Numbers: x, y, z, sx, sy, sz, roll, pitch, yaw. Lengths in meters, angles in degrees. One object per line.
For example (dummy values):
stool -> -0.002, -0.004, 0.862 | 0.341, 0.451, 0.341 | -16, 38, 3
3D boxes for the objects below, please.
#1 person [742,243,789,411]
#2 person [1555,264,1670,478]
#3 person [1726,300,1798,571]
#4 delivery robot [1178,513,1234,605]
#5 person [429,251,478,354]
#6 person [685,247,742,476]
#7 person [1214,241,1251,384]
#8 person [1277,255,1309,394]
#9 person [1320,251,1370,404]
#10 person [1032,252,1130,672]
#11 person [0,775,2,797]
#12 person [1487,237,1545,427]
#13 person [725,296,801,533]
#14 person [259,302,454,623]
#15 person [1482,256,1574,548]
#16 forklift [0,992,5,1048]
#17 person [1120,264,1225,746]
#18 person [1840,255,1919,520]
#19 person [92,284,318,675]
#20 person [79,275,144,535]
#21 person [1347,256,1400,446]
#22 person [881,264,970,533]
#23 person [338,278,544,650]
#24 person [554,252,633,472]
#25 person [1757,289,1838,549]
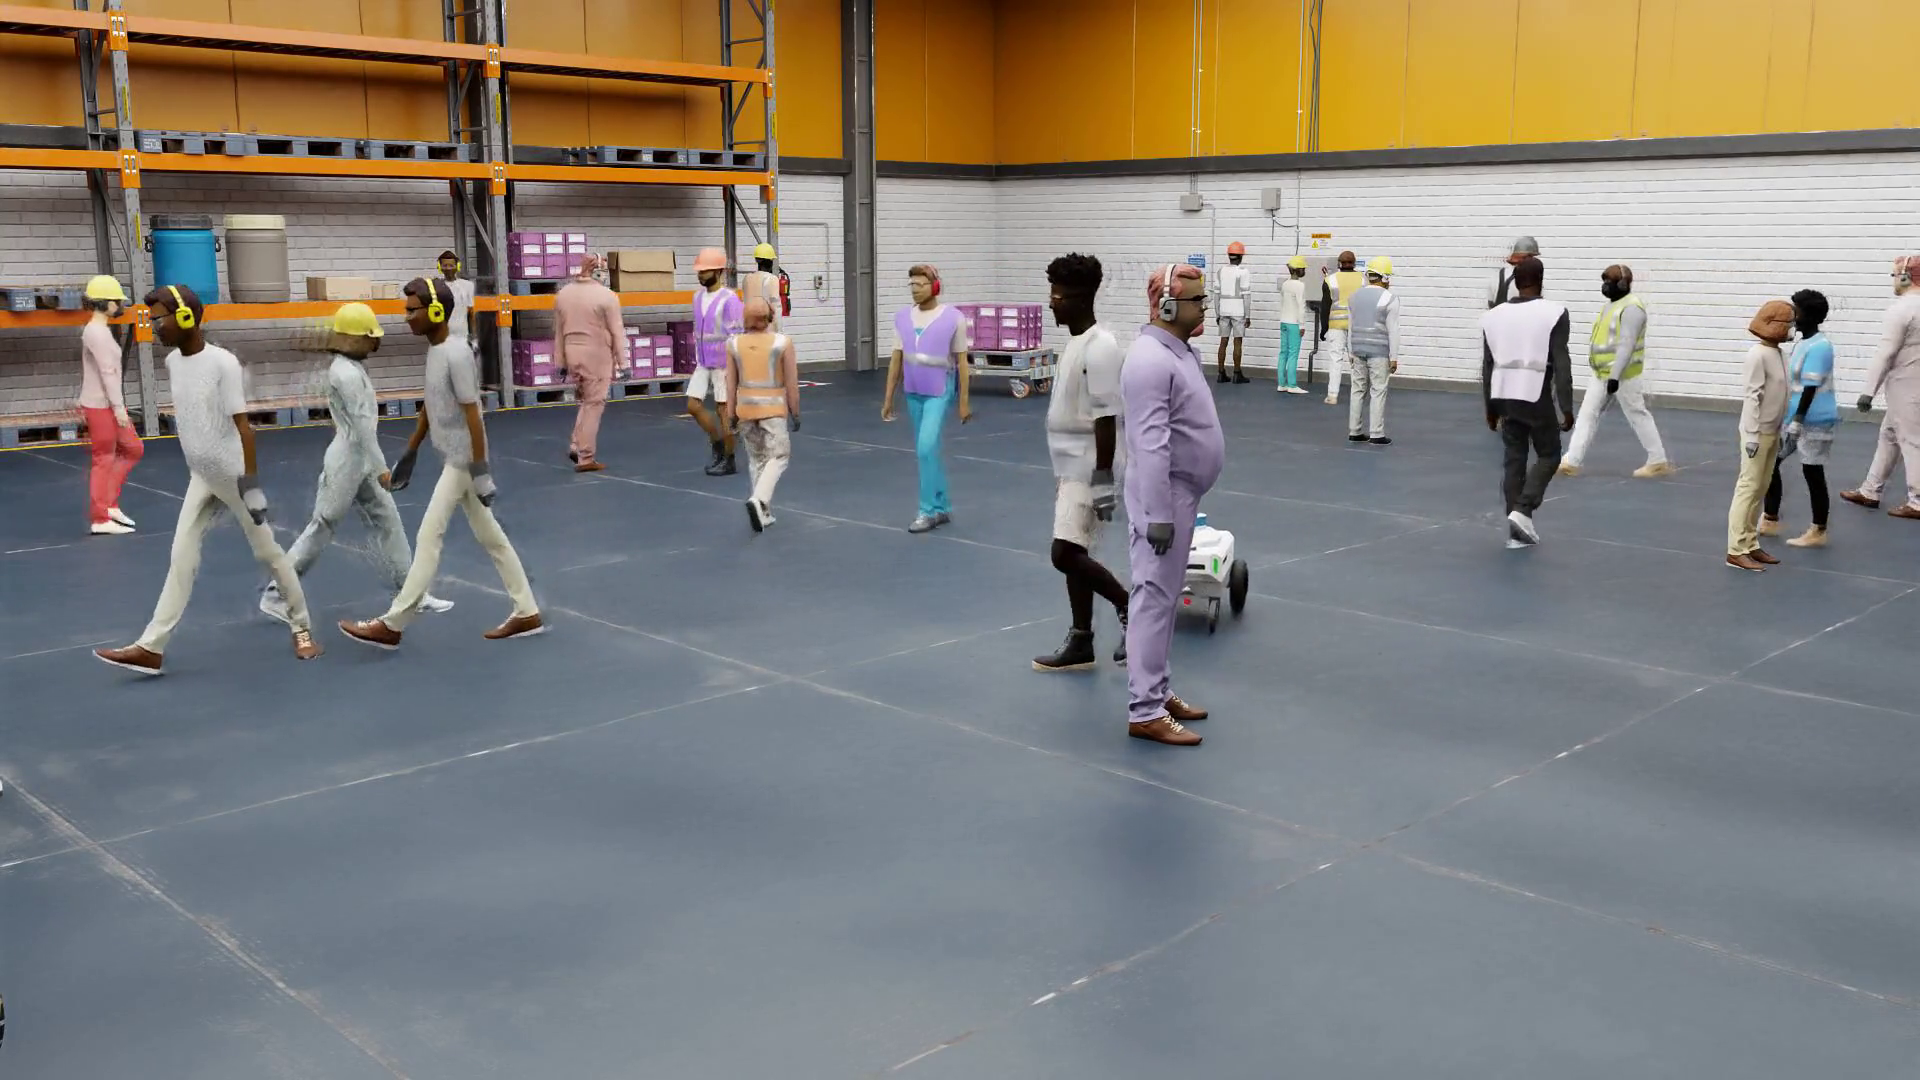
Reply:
person -> -2.247, -2.436, 19.134 | 0.585, 1.929, 0.370 | 9, 13, 39
person -> 5.492, -1.398, 13.888 | 1.004, 1.793, 0.628 | -1, 10, -4
person -> 4.896, -0.637, 10.131 | 0.269, 1.631, 0.509 | 10, 14, 42
delivery robot -> 1.245, 0.102, 8.784 | 0.477, 0.478, 0.707 | 3, 11, 15
person -> -5.478, -2.185, 17.967 | 0.512, 1.860, 0.318 | -2, 11, -13
person -> -2.073, -1.485, 13.967 | 0.580, 1.919, 0.418 | 9, 14, 40
person -> 3.759, -3.114, 22.811 | 0.553, 1.933, 0.368 | 9, 14, 41
person -> 4.285, -2.761, 21.346 | 0.329, 1.769, 0.526 | -3, 11, -17
person -> 4.628, -2.547, 19.988 | 0.621, 1.840, 0.429 | 0, 10, 0
person -> 0.604, -0.330, 7.589 | 0.497, 1.946, 0.619 | -1, 10, -7
person -> -3.623, 0.019, 5.746 | 0.362, 1.928, 0.587 | 2, 11, 11
person -> 5.998, -2.209, 17.591 | 0.926, 2.000, 0.696 | -4, 11, -20
person -> -1.366, -0.850, 11.317 | 0.516, 1.616, 0.631 | 3, 11, 17
person -> -3.231, -0.400, 8.703 | 0.948, 1.685, 0.477 | -3, 11, -14
person -> 3.665, -0.879, 10.757 | 0.463, 1.882, 0.681 | -9, 14, -42
forklift -> -3.245, 0.323, 3.363 | 2.313, 2.155, 1.214 | 2, 11, 13
person -> 0.858, -0.149, 6.718 | 0.406, 1.910, 0.639 | 3, 11, 14
person -> 6.733, -1.108, 12.039 | 0.662, 1.868, 0.883 | -6, 12, -31
person -> -3.439, -0.267, 7.680 | 0.604, 1.798, 0.999 | 5, 12, 26
person -> -5.755, -0.900, 11.237 | 0.404, 1.753, 0.536 | -4, 11, -22
person -> 4.003, -1.818, 16.065 | 0.404, 1.824, 0.586 | -9, 13, -39
person -> -0.282, -0.963, 11.379 | 0.580, 1.816, 0.717 | 8, 13, 36
person -> -2.552, -0.364, 8.144 | 1.016, 1.811, 0.488 | -5, 11, -24
person -> -3.159, -1.518, 14.286 | 0.655, 1.878, 0.517 | 6, 12, 30
person -> 5.355, -0.768, 10.732 | 0.631, 1.676, 0.538 | 2, 11, 8
